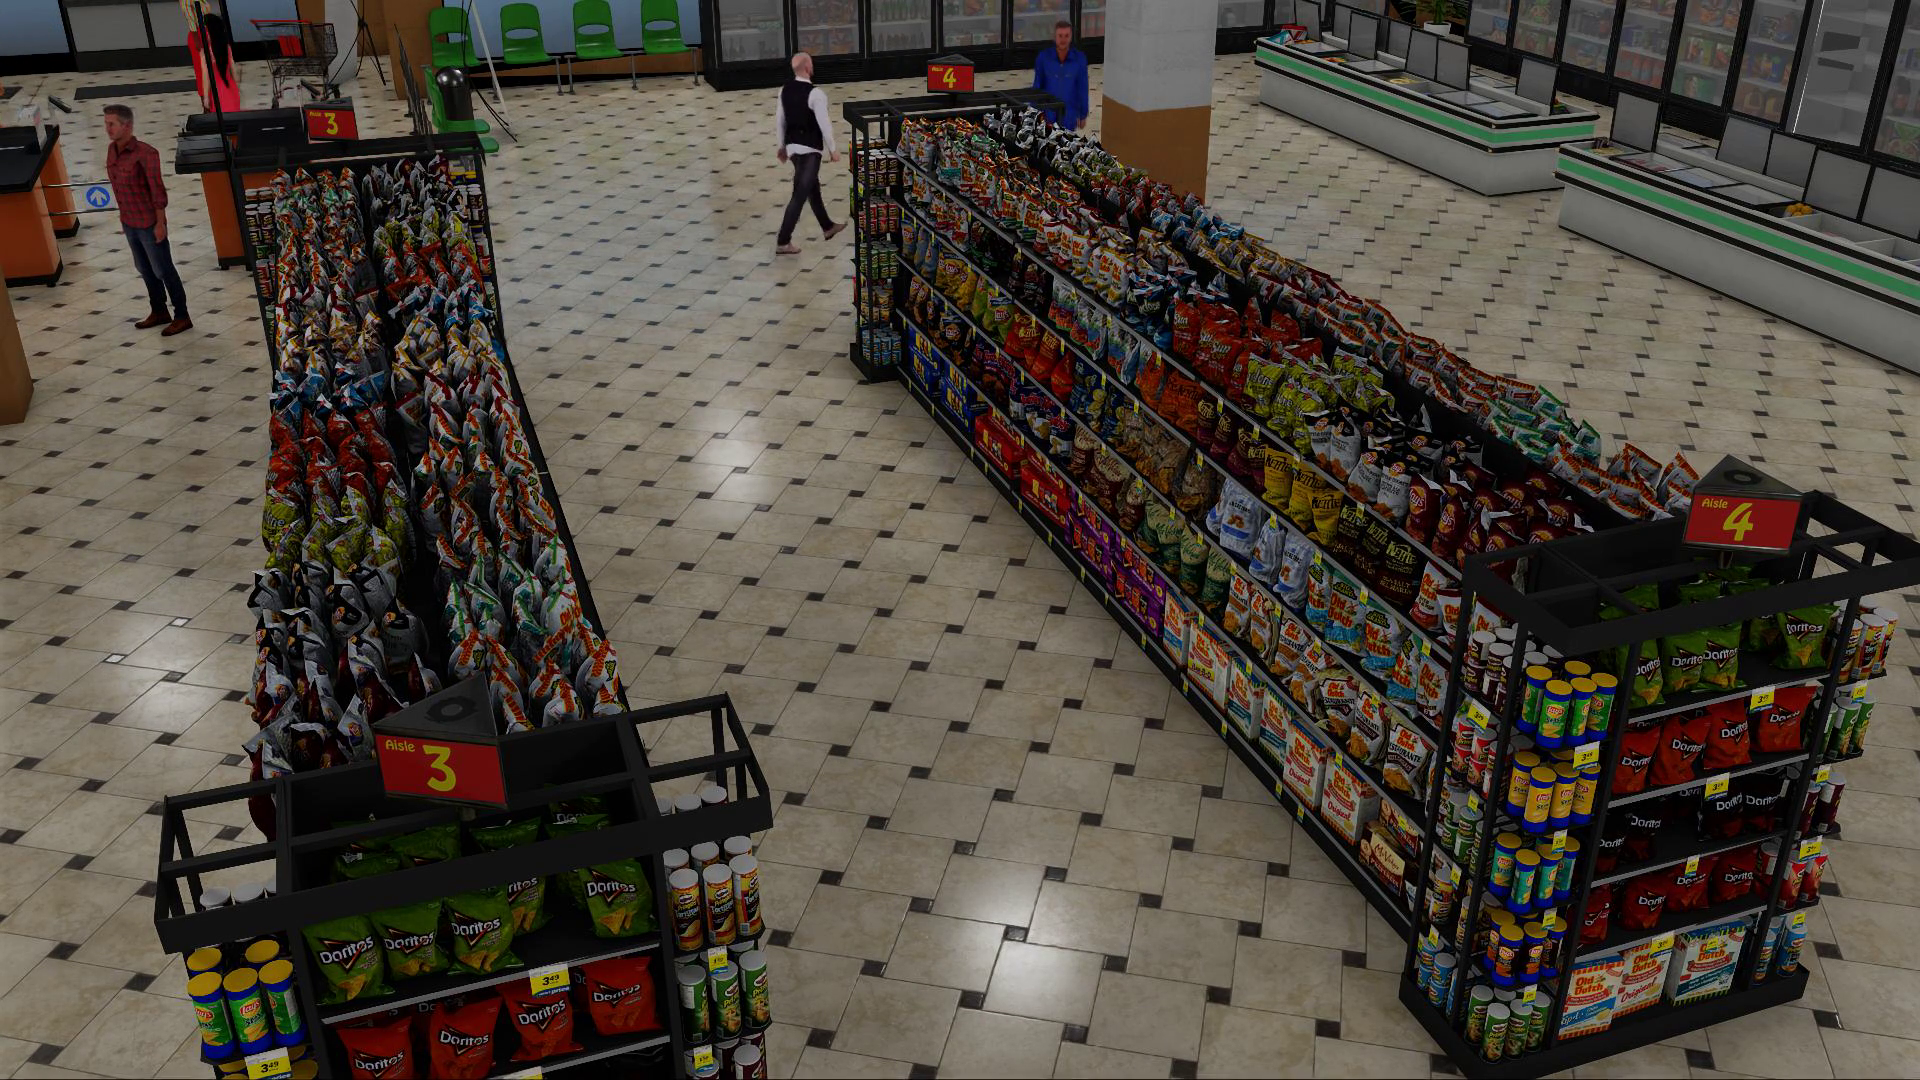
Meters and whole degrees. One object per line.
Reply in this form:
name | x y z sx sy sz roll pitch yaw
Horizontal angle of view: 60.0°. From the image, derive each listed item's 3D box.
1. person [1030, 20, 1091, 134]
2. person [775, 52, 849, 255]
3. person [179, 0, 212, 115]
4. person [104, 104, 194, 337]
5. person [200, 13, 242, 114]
person | 0.993 -4.307 16.741 0.870 1.815 0.860 1 27 1
person | -1.464 -3.449 15.091 1.275 1.775 1.157 22 34 36
person | -9.132 -5.952 20.007 0.704 1.793 0.550 -2 27 -5
person | -6.520 -2.567 13.290 0.722 1.831 0.818 15 31 28
person | -7.687 -4.632 17.504 1.020 1.703 1.003 10 28 18
